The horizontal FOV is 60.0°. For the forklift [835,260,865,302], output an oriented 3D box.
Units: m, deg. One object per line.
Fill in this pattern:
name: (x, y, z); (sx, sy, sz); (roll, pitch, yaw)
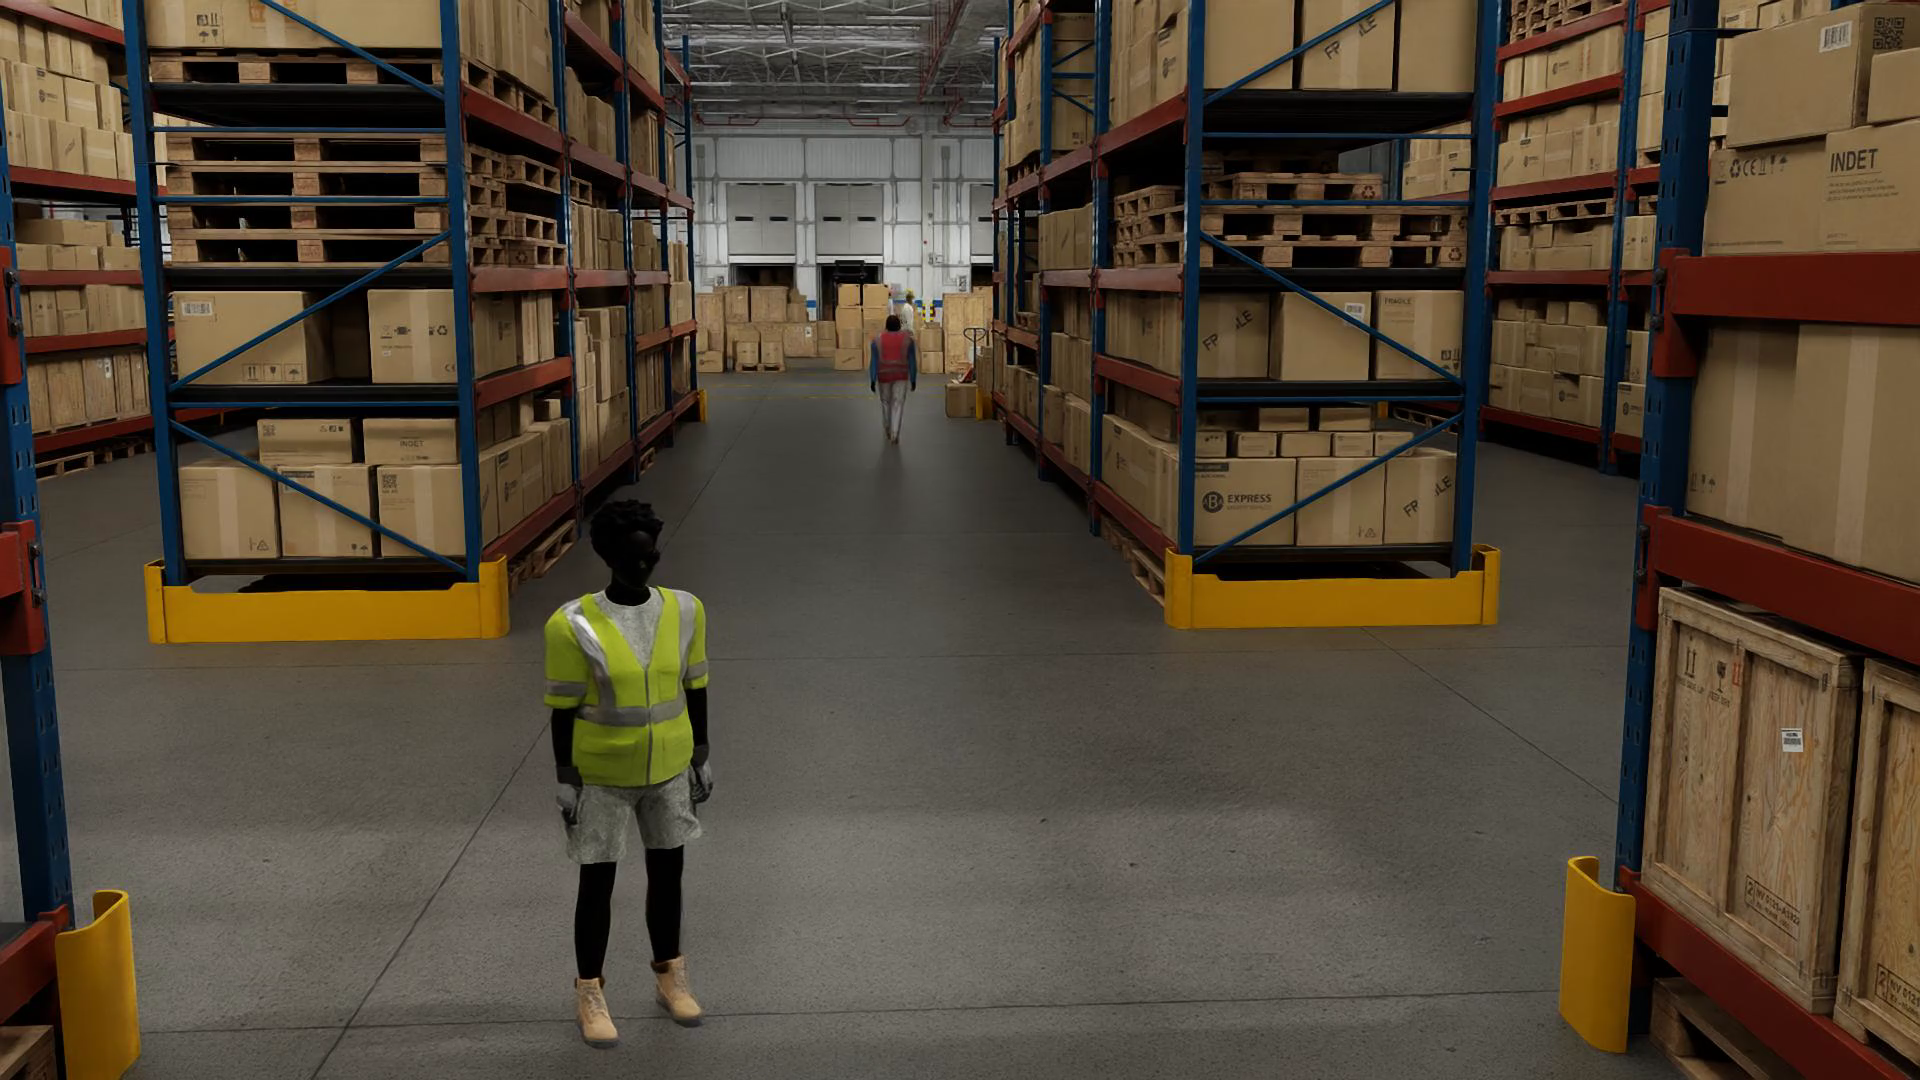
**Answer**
forklift: (-3.432, -7.334, 51.881); (1.129, 2.768, 1.873); (-1, 9, -4)

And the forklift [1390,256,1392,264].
forklift: (10.480, -5.613, 41.074); (1.873, 2.768, 1.129); (-1, 9, -4)

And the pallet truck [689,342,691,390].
pallet truck: (-5.225, -3.008, 27.480); (1.885, 1.965, 0.823); (2, 9, 14)

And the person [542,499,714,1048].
person: (-1.013, 0.707, 5.124); (0.537, 1.690, 0.320); (-6, 11, -33)

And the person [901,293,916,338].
person: (-1.405, -5.592, 44.085); (1.032, 1.887, 0.649); (1, 9, 5)

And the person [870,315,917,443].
person: (-0.934, -2.269, 23.483); (0.645, 1.791, 0.987); (0, 9, 2)

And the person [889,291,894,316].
person: (-2.429, -7.534, 56.277); (1.009, 1.882, 0.571); (3, 10, 18)
